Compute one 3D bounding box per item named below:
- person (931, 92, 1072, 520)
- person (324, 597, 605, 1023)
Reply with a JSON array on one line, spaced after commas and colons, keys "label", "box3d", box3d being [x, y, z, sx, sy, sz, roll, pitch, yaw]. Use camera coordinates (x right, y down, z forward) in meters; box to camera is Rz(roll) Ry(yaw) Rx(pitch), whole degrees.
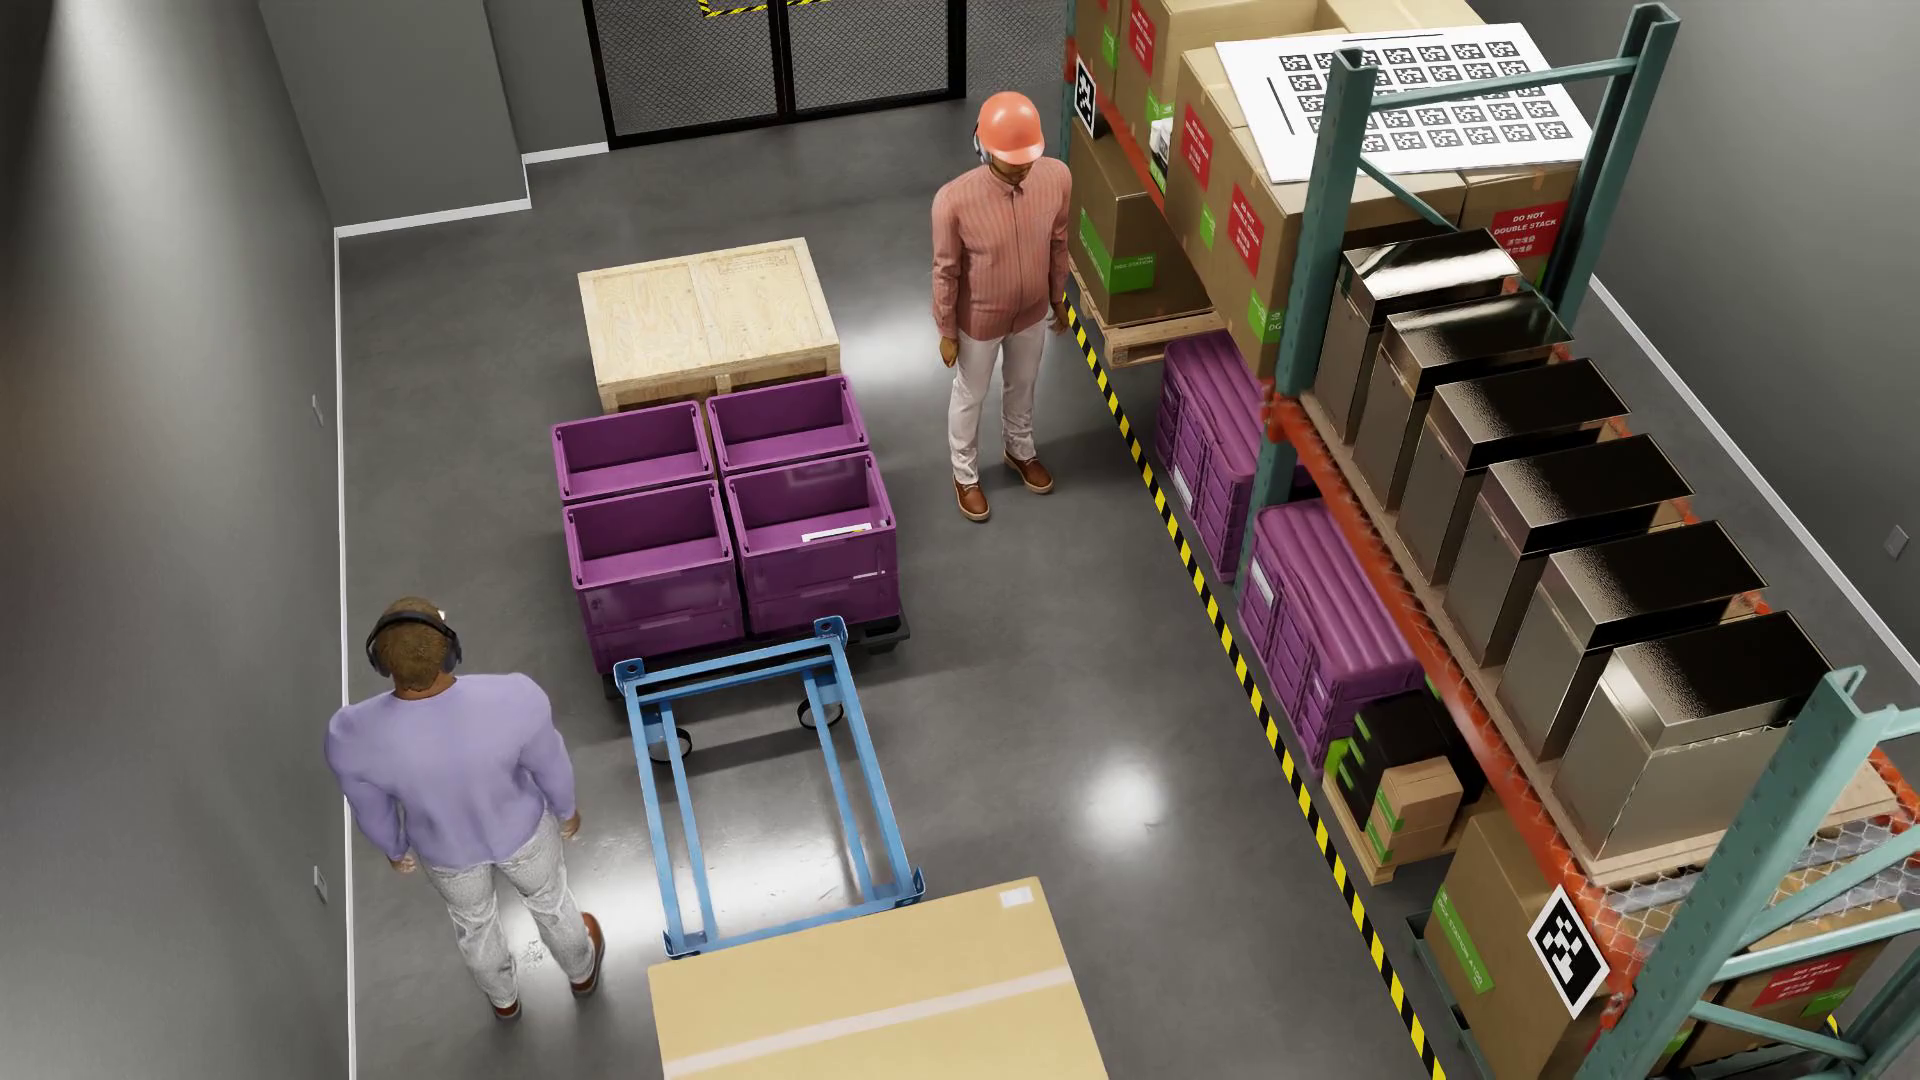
[{"label": "person", "box3d": [0.176, -0.925, 6.698, 0.612, 1.995, 0.382, -22, 51, -19]}, {"label": "person", "box3d": [-1.473, 0.870, 5.087, 0.630, 1.938, 0.369, -12, 48, -10]}]
